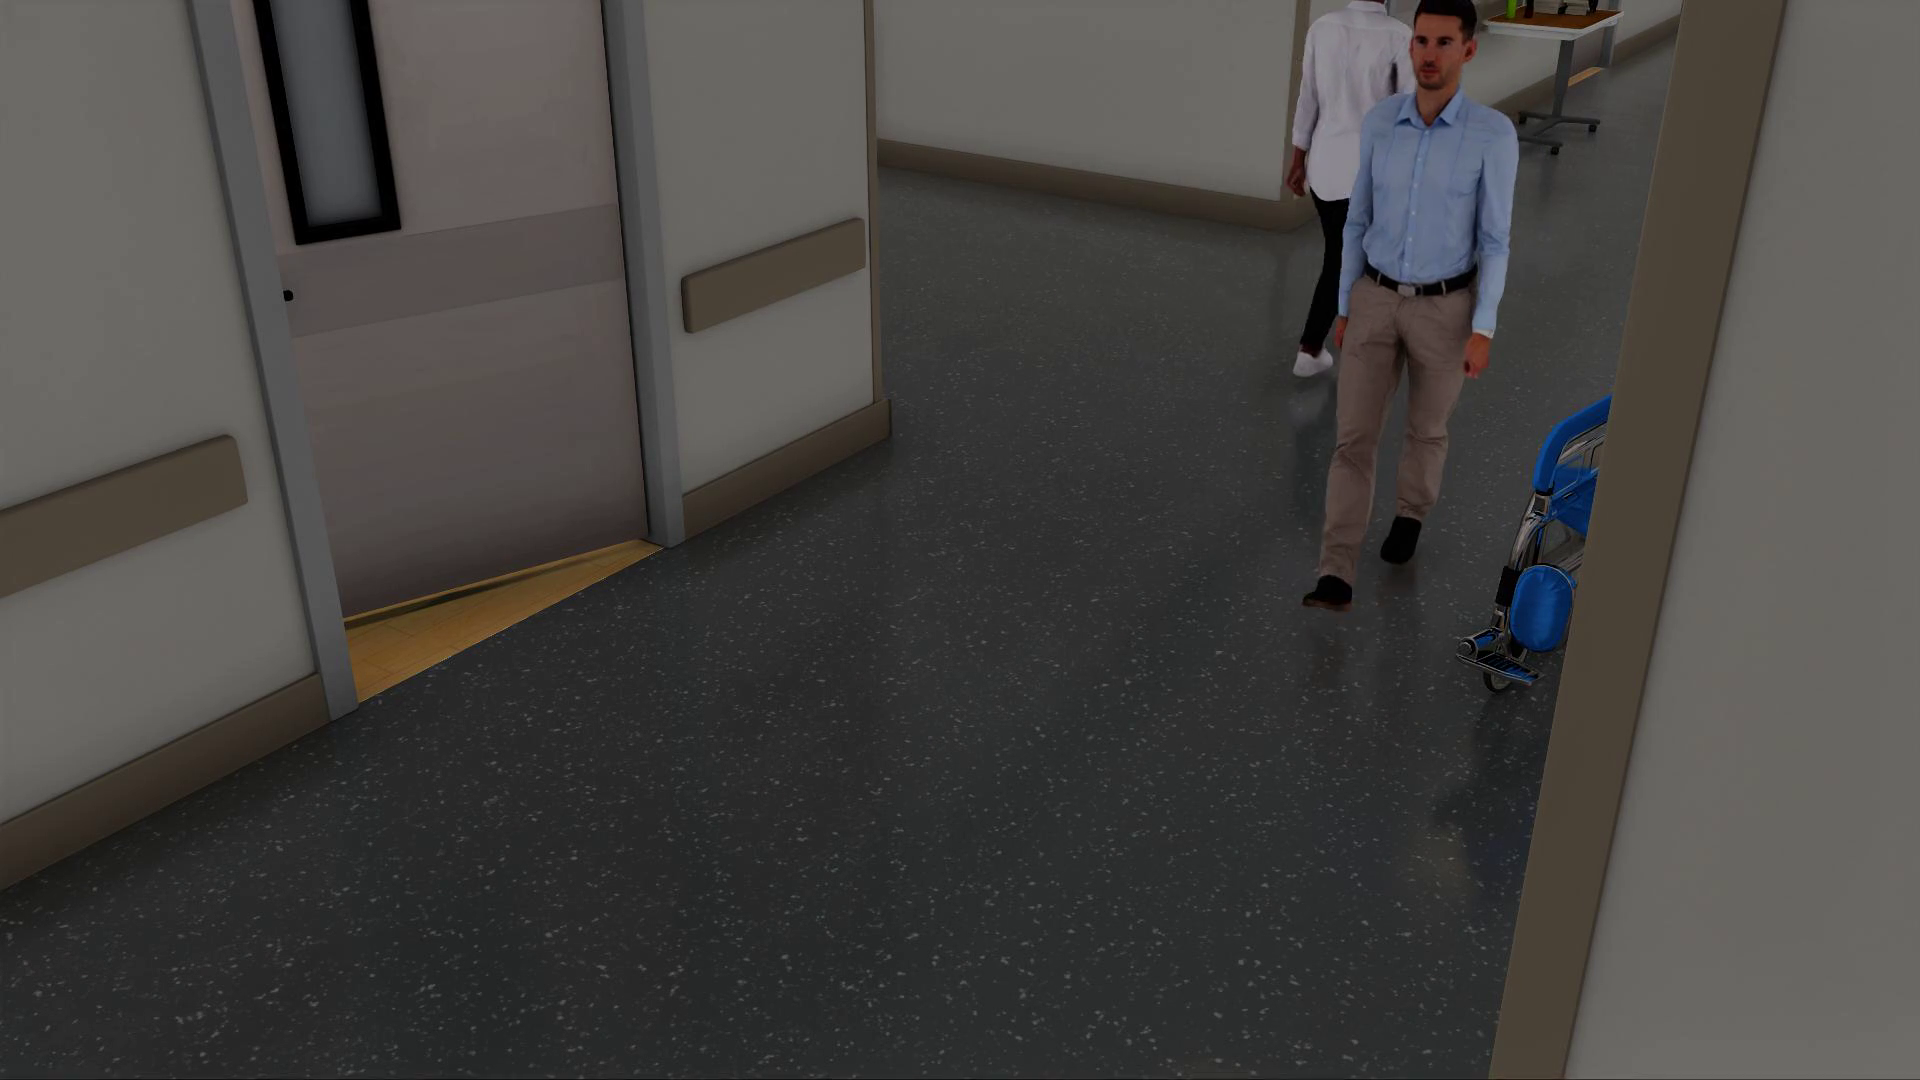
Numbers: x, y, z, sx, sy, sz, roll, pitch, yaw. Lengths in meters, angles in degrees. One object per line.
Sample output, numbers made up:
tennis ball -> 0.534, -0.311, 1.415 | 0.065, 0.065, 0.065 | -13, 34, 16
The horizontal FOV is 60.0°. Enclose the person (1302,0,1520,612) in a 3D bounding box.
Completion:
person -> 1.408, -0.696, 5.064 | 0.769, 1.792, 1.209 | 12, 28, 24

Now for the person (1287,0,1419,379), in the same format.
person -> 1.570, -1.516, 6.807 | 0.672, 1.756, 1.112 | 16, 30, 29
